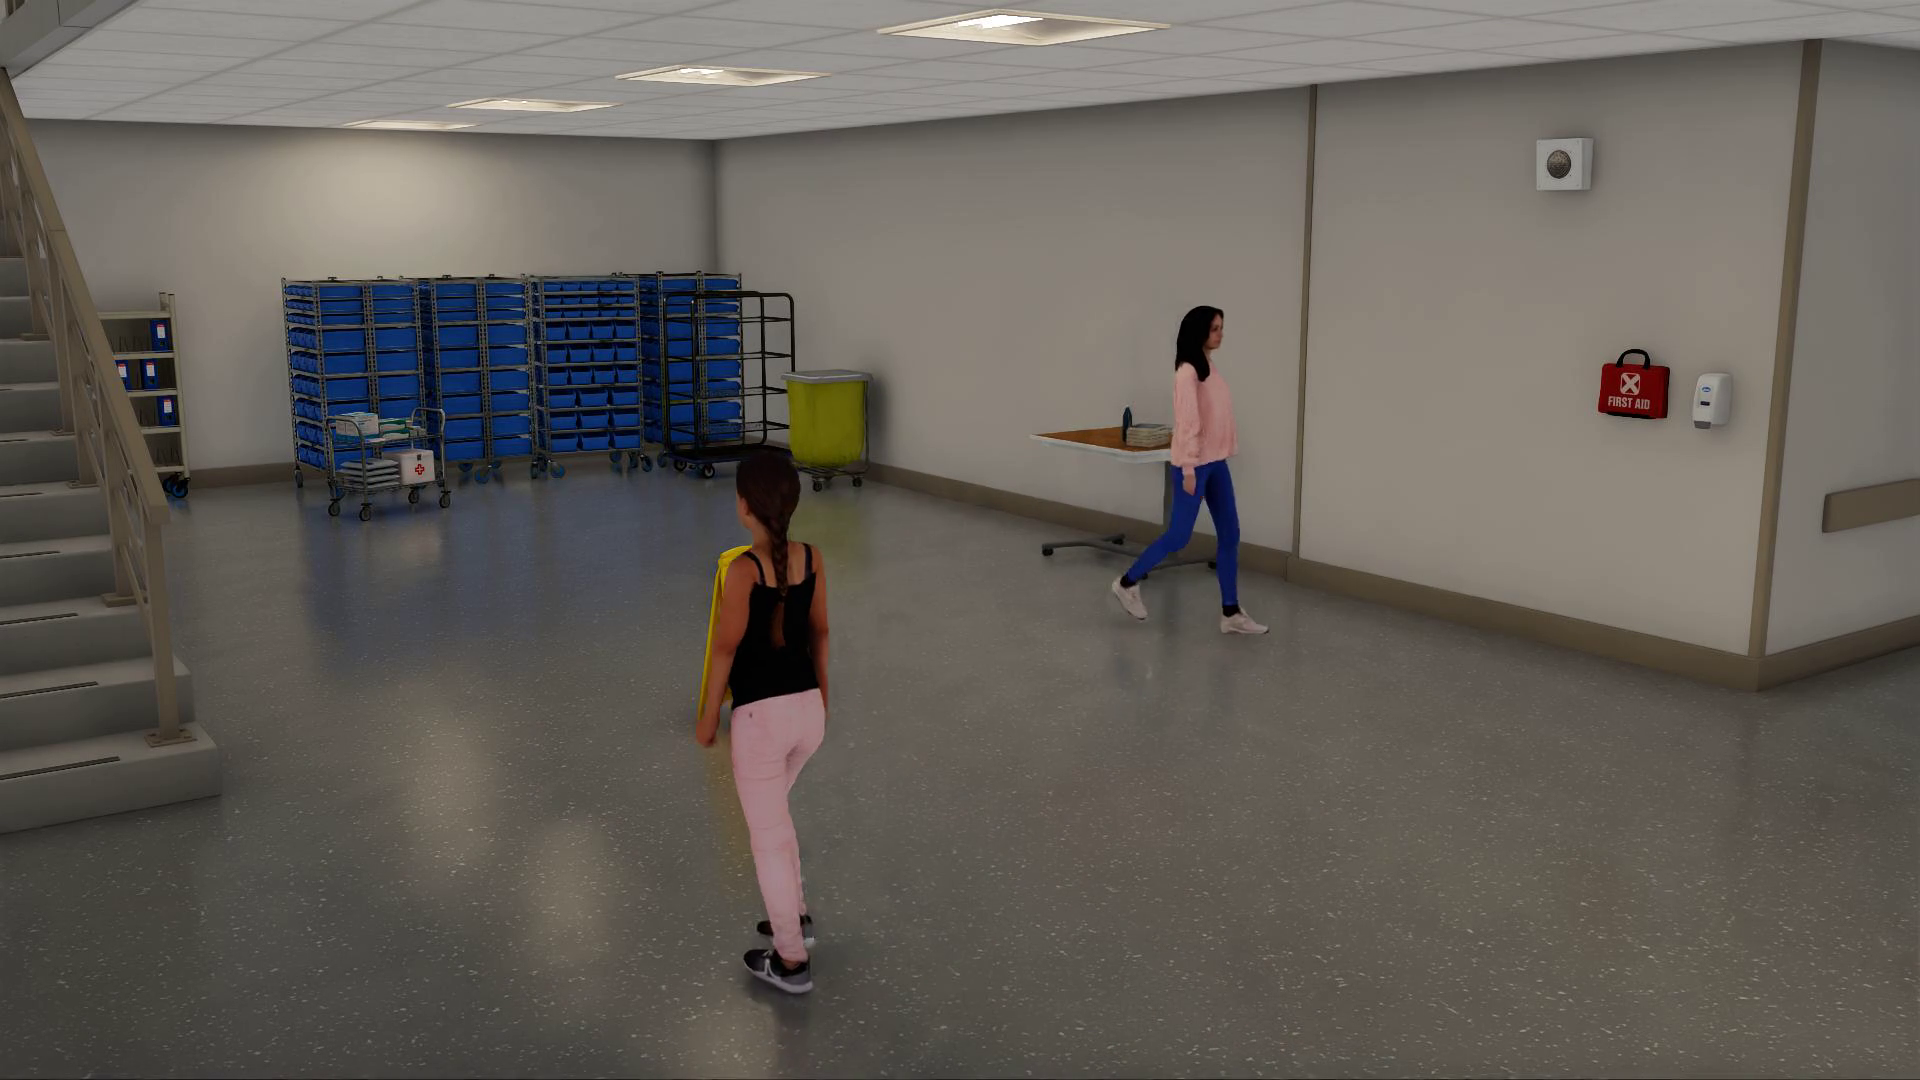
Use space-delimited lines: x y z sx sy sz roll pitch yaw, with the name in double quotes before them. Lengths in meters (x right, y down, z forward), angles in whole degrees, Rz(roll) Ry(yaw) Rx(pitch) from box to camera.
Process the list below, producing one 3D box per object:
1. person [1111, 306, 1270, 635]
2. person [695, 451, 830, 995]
"person" 1.194 -0.352 8.874 1.241 1.735 0.933 8 13 35
"person" -0.480 0.531 4.703 0.653 1.555 0.587 9 14 38
